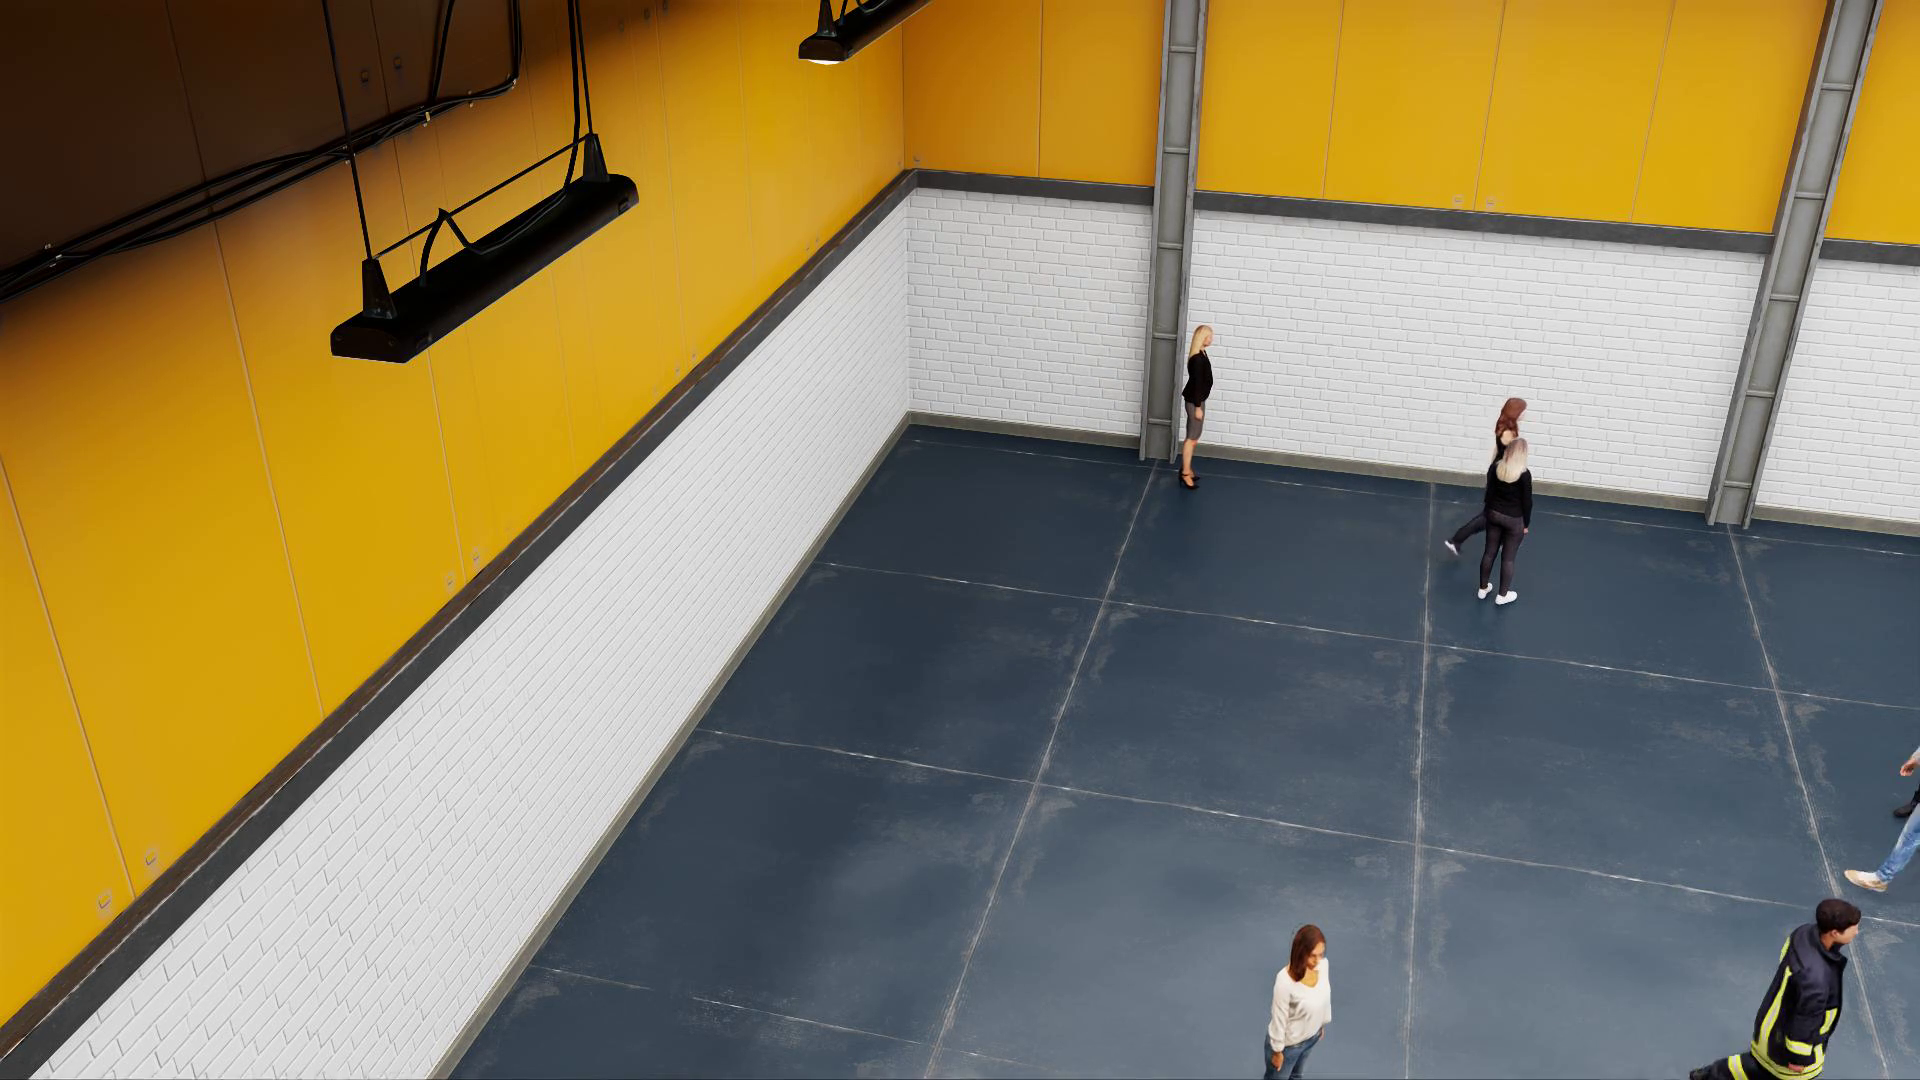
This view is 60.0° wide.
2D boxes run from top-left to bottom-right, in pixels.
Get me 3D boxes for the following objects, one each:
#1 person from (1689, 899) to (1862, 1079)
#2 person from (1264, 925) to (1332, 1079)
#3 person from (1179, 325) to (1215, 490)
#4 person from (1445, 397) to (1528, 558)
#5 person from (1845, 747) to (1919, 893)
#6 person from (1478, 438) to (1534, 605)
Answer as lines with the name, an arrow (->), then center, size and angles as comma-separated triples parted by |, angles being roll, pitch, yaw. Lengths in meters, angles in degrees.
person -> 4.839, 2.851, 9.842 | 1.034, 1.912, 0.871 | 12, 31, 21
person -> 1.986, 2.947, 9.907 | 0.704, 1.680, 0.726 | -23, 36, -35
person -> 2.504, -1.424, 17.752 | 0.560, 1.842, 0.615 | 5, 29, 8
person -> 5.223, -0.570, 16.318 | 1.163, 1.716, 0.831 | -3, 29, -5
person -> 7.142, 1.752, 11.931 | 1.104, 1.841, 0.684 | 5, 29, 9
person -> 5.129, -0.186, 15.644 | 0.746, 1.687, 0.635 | -25, 38, -38
